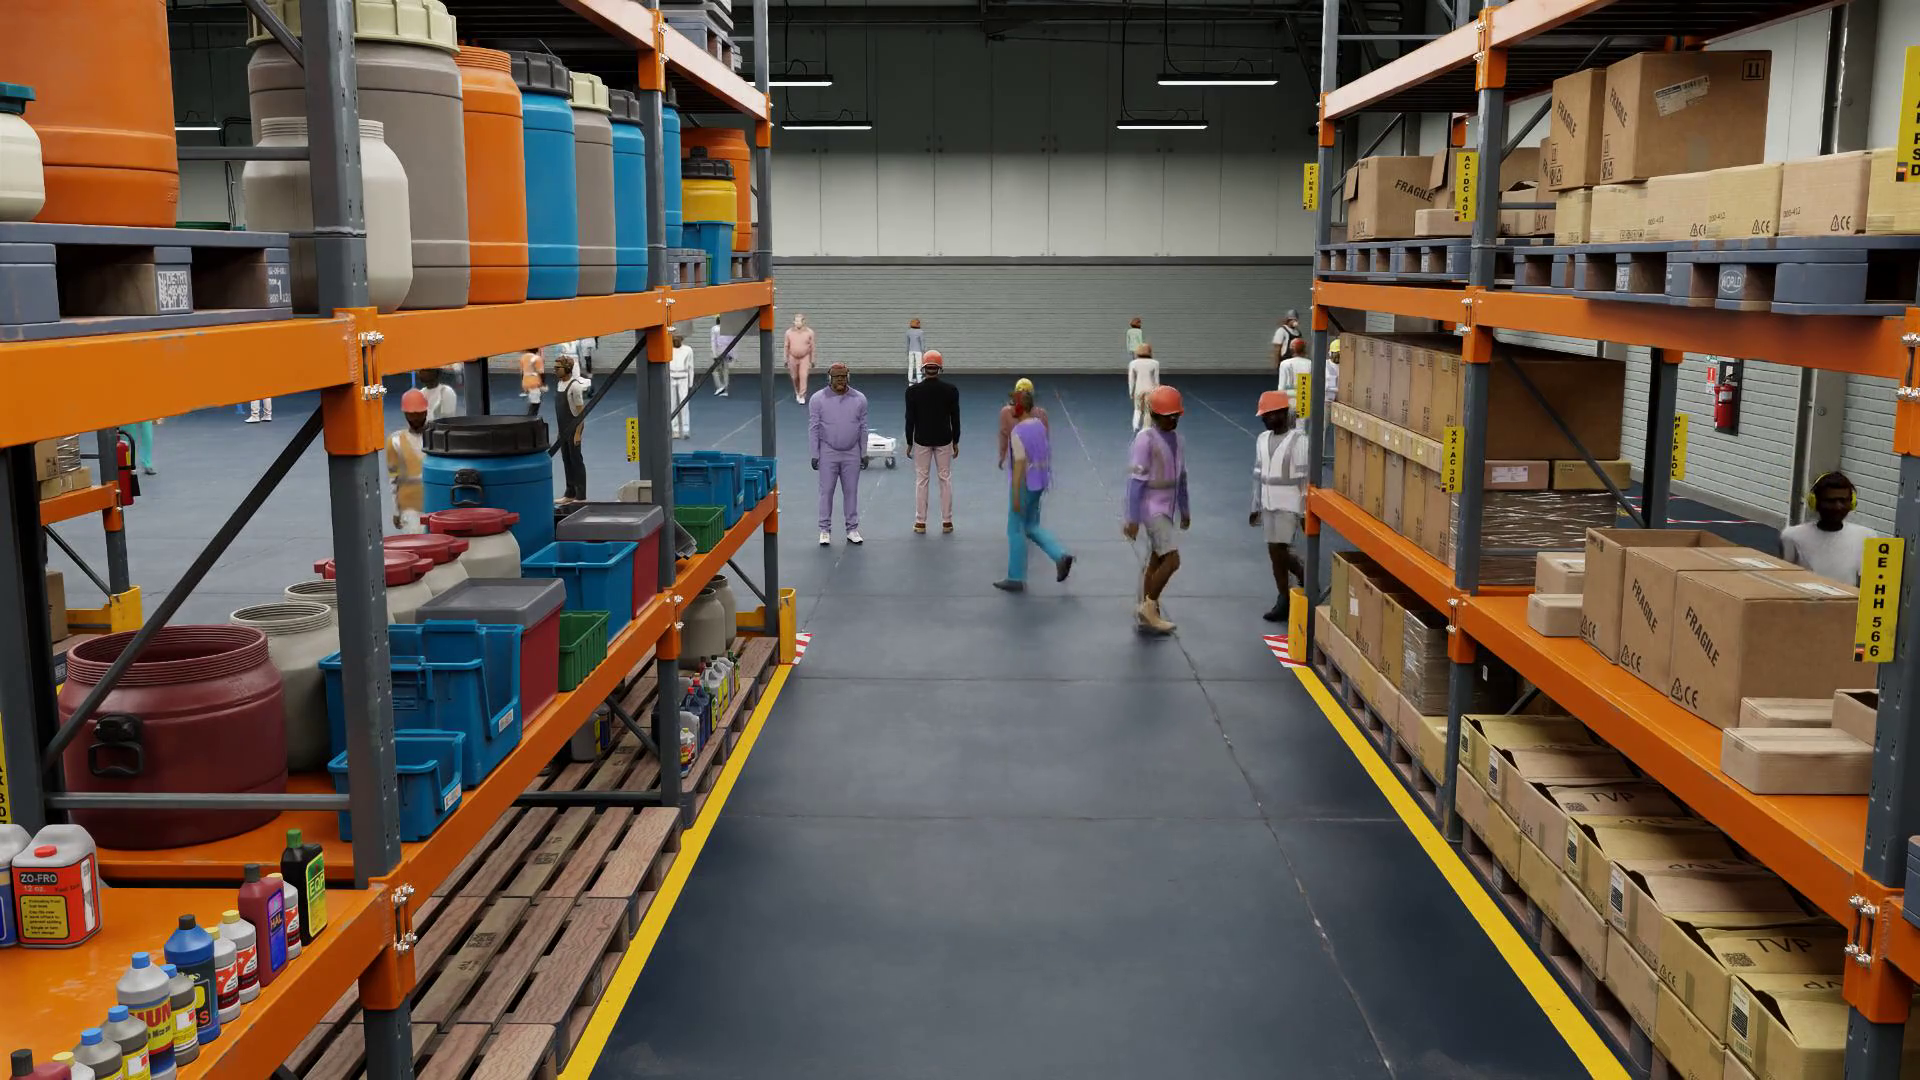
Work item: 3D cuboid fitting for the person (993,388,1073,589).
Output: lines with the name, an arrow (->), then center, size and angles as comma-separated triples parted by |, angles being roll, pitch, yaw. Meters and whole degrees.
person -> 0.642, -0.454, 14.993 | 0.646, 1.828, 0.586 | 5, 11, 27

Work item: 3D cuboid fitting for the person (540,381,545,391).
person -> -9.804, -4.281, 38.371 | 0.325, 1.688, 0.543 | -1, 9, -3

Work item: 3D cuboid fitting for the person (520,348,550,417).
person -> -7.245, -2.618, 28.424 | 0.554, 1.681, 0.542 | -9, 13, -43

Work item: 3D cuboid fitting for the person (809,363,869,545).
person -> -1.266, -0.911, 17.505 | 0.645, 1.908, 0.408 | -3, 10, -17

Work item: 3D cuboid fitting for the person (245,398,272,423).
person -> -13.041, -3.132, 30.788 | 0.410, 1.913, 0.651 | 5, 11, 27

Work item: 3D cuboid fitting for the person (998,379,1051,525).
person -> 0.692, -0.875, 17.844 | 0.576, 1.719, 0.478 | 1, 10, 6

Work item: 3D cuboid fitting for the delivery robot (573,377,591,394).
delivery robot -> -8.354, -3.394, 36.266 | 0.477, 0.478, 0.707 | 3, 10, 17

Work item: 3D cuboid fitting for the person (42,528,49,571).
person -> -8.946, -0.611, 15.796 | 0.586, 1.887, 0.957 | -9, 13, -43

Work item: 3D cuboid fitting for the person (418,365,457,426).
person -> -5.501, -1.008, 17.767 | 0.603, 2.020, 0.903 | 7, 12, 36

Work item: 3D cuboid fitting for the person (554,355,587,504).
person -> -4.713, -1.310, 20.073 | 0.329, 1.844, 0.509 | -8, 12, -39

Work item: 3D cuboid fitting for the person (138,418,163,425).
person -> -14.859, -3.018, 30.357 | 0.537, 1.825, 0.663 | 2, 10, 11

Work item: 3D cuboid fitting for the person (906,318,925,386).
person -> -1.054, -4.450, 39.520 | 0.497, 1.633, 0.284 | 5, 11, 27

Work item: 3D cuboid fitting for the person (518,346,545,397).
person -> -9.338, -4.026, 36.289 | 0.674, 1.878, 0.468 | 2, 10, 14

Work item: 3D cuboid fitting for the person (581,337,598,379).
person -> -9.554, -4.949, 42.392 | 0.557, 1.656, 0.820 | -9, 13, -42

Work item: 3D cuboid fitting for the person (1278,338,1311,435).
person -> 4.808, -1.955, 23.851 | 0.612, 1.868, 0.436 | -3, 10, -17

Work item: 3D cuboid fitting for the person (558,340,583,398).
person -> -8.335, -3.782, 35.638 | 0.514, 1.587, 0.892 | -4, 10, -23

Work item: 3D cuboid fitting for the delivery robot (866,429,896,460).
delivery robot -> -1.285, -1.360, 24.078 | 0.707, 0.478, 0.477 | 0, 10, 1

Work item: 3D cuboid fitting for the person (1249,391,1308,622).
person -> 2.659, -0.282, 13.751 | 0.475, 1.906, 0.553 | -6, 11, -33

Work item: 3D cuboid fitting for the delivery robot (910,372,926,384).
delivery robot -> -0.866, -3.566, 36.520 | 0.335, 0.223, 0.698 | 4, 10, 22

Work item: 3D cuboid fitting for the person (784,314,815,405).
person -> -3.369, -3.816, 34.992 | 0.650, 1.885, 0.775 | 1, 10, 4

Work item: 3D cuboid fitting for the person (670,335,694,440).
person -> -4.725, -2.591, 27.760 | 0.584, 1.840, 0.941 | -2, 10, -10

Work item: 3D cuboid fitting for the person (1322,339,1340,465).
person -> 5.490, -2.017, 24.345 | 0.593, 1.832, 0.403 | -1, 10, -6

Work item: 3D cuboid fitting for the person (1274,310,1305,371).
person -> 6.637, -3.549, 33.030 | 0.705, 2.000, 0.724 | -9, 13, -42

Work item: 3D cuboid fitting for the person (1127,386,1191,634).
person -> 1.578, -0.225, 13.113 | 0.516, 1.998, 0.718 | 7, 12, 34

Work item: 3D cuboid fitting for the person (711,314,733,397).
person -> -5.260, -4.109, 36.648 | 0.596, 1.910, 0.437 | -7, 12, -37

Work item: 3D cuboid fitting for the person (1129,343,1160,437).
person -> 3.072, -2.467, 27.683 | 0.506, 1.621, 0.407 | 2, 10, 14

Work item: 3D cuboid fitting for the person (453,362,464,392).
person -> -11.108, -4.204, 37.133 | 0.621, 1.928, 0.544 | -3, 10, -18

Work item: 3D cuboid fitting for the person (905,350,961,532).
person -> -0.300, -1.083, 18.267 | 0.611, 1.995, 0.381 | -1, 10, -6

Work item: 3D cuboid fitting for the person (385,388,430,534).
person -> -4.488, -0.318, 13.907 | 0.564, 1.924, 0.650 | -3, 10, -18

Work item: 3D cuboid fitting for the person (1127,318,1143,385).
person -> 4.209, -4.516, 39.913 | 0.284, 1.632, 0.498 | -8, 12, -40

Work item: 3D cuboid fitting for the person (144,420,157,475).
person -> -11.601, -1.788, 23.330 | 0.715, 1.727, 0.530 | 7, 12, 36

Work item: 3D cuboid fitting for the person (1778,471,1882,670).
person -> 4.751, 0.528, 9.150 | 0.504, 1.821, 0.983 | 1, 10, 9
